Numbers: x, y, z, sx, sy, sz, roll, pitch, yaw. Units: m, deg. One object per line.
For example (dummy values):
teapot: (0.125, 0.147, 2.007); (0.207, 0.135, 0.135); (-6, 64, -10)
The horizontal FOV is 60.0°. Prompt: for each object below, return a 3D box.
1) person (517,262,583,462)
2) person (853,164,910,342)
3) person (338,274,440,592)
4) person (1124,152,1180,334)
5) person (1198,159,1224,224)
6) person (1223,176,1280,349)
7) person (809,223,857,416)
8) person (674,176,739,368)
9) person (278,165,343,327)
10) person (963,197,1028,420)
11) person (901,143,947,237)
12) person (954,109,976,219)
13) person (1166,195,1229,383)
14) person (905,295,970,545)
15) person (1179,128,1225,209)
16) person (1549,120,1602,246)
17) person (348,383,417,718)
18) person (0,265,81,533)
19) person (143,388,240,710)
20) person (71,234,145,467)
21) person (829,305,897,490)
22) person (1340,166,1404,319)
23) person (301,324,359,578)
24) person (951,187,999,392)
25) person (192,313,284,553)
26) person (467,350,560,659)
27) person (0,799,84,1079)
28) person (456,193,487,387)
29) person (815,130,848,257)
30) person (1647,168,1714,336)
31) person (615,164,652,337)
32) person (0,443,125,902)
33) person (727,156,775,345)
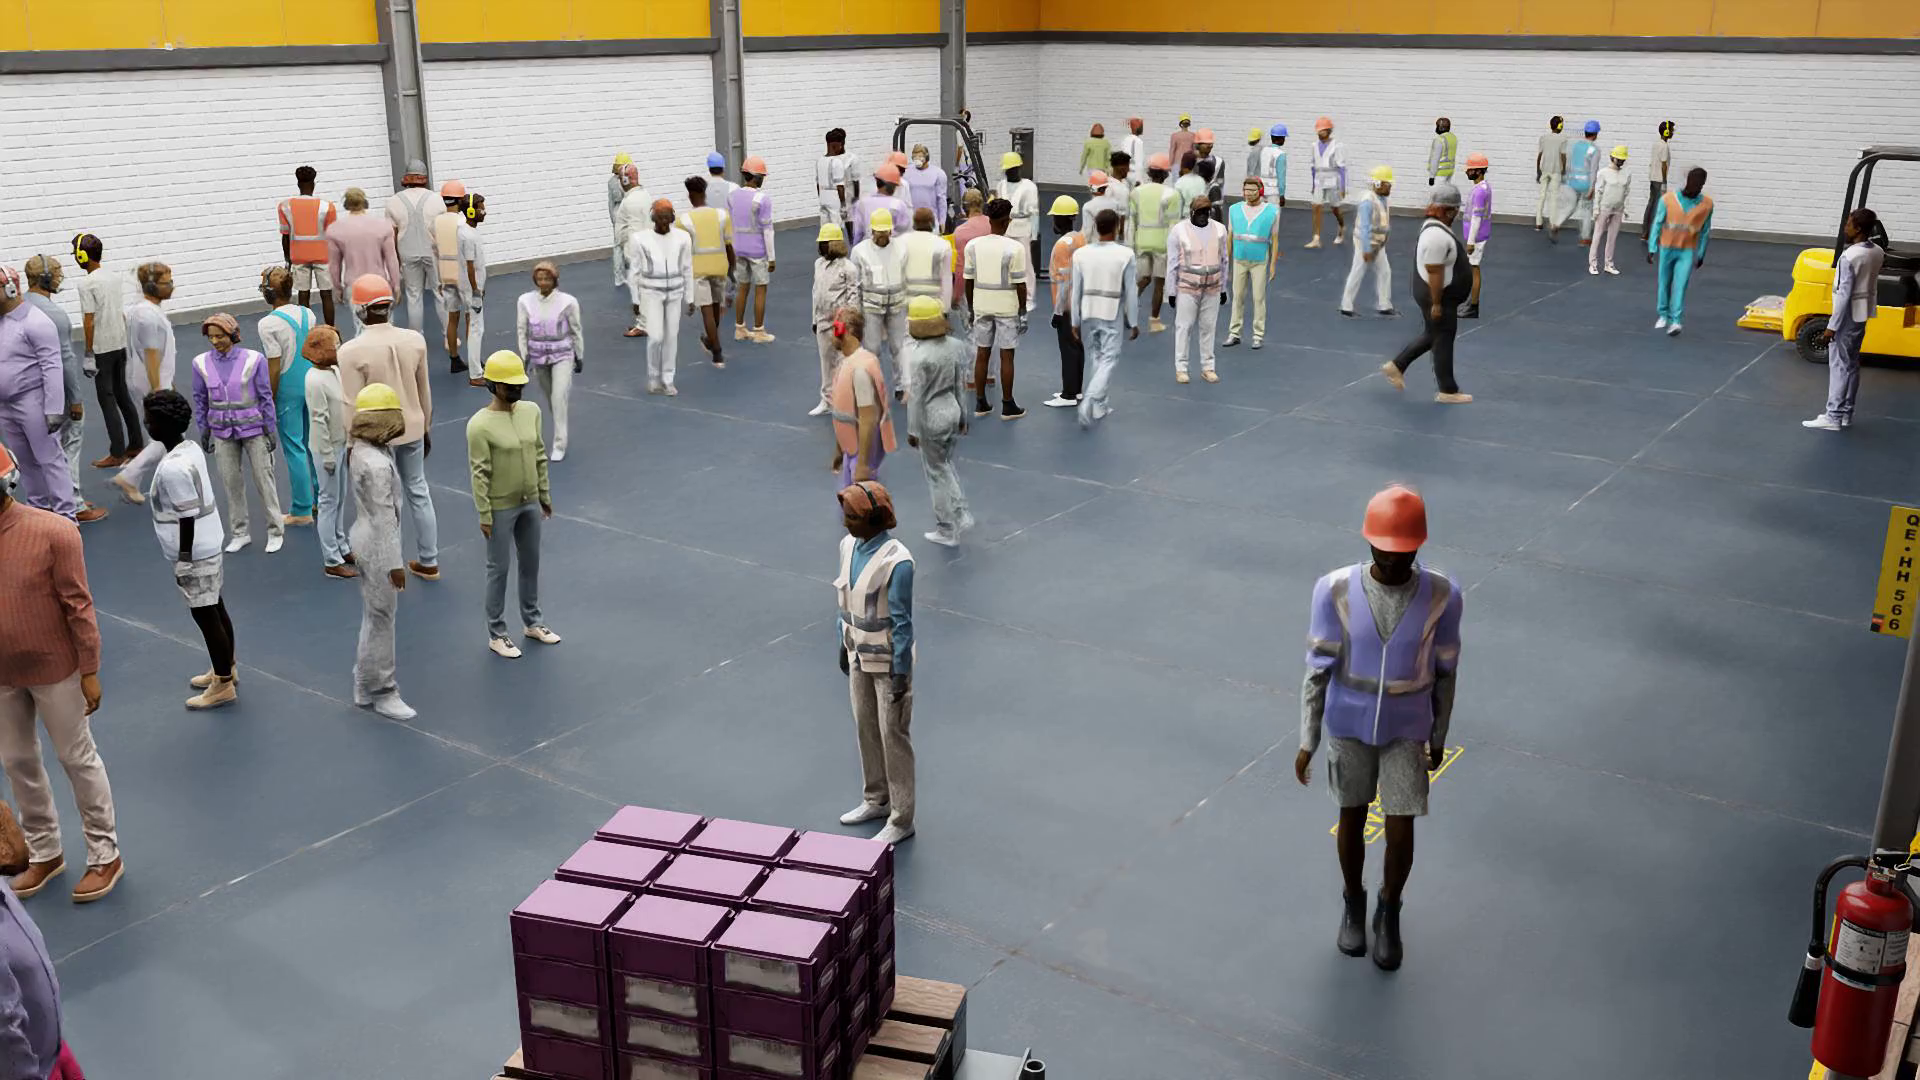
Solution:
person: (-3.344, -1.512, 13.699); (0.497, 1.598, 0.851); (1, 18, 2)
person: (-0.822, -3.017, 17.845); (0.615, 1.986, 0.995); (10, 20, 29)
person: (-3.579, -0.668, 10.422); (0.395, 1.992, 0.617); (13, 22, 35)
person: (2.147, -3.301, 18.625); (0.610, 2.026, 0.599); (13, 22, 34)
person: (3.268, -4.171, 21.913); (0.477, 1.688, 0.583); (-3, 18, -8)
person: (3.139, -2.989, 17.920); (0.569, 1.843, 0.374); (9, 20, 25)
person: (-1.131, -1.941, 14.809); (0.483, 1.745, 0.300); (13, 22, 35)
person: (-2.649, -2.775, 17.145); (0.631, 1.906, 1.009); (-9, 20, -26)
person: (-6.960, -3.033, 17.892); (0.612, 1.953, 0.382); (-3, 18, -11)
person: (0.332, -2.054, 14.801); (0.613, 1.964, 0.361); (9, 20, 27)
person: (-0.470, -4.046, 21.101); (0.636, 1.929, 0.374); (6, 19, 17)
person: (0.074, -6.538, 28.974); (0.323, 1.876, 0.528); (13, 22, 35)
person: (2.321, -2.448, 16.259); (0.634, 1.832, 0.429); (-4, 18, -14)
person: (-0.172, -0.800, 11.263); (0.391, 1.716, 0.507); (14, 22, 36)
person: (3.195, -4.403, 22.022); (0.615, 2.043, 0.372); (-1, 18, -2)
person: (9.510, -5.474, 25.562); (0.776, 1.926, 0.606); (-9, 20, -27)
person: (-2.985, 0.071, 8.565); (0.392, 1.724, 0.625); (-8, 19, -23)
person: (-6.399, -0.922, 11.357); (0.654, 1.906, 0.406); (9, 20, 26)
person: (-4.004, 0.047, 8.664); (0.319, 1.695, 0.539); (-5, 18, -16)
person: (-6.823, -1.507, 13.281); (0.331, 1.856, 0.527); (2, 18, 5)
person: (-0.588, -0.530, 10.273); (0.389, 1.829, 0.643); (-4, 18, -13)
person: (4.891, -3.468, 19.499); (0.822, 1.794, 0.606); (12, 22, 34)
person: (-4.033, -0.577, 10.717); (0.284, 1.634, 0.498); (-2, 18, -6)
person: (0.148, -2.380, 15.878); (0.370, 1.934, 0.627); (14, 23, 38)
person: (-4.835, -0.712, 11.149); (0.524, 1.631, 0.319); (-1, 18, -3)
person: (-2.508, -0.205, 9.360); (0.337, 1.757, 0.518); (11, 21, 30)
person: (-2.482, 1.433, 4.486); (0.554, 1.600, 0.576); (-6, 19, -19)
person: (-4.682, -2.412, 16.100); (0.325, 1.861, 0.512); (-6, 19, -17)
person: (-1.738, -4.612, 22.812); (0.372, 1.960, 0.604); (-13, 22, -35)
person: (8.086, -3.242, 18.713); (0.626, 1.841, 1.025); (7, 19, 20)
person: (-3.642, -3.231, 18.591); (0.405, 1.903, 0.636); (0, 18, 1)
person: (-3.789, 0.524, 6.724); (0.627, 1.980, 0.410); (0, 18, 0)
person: (-2.242, -3.150, 18.136); (0.615, 2.029, 0.409); (13, 22, 35)
